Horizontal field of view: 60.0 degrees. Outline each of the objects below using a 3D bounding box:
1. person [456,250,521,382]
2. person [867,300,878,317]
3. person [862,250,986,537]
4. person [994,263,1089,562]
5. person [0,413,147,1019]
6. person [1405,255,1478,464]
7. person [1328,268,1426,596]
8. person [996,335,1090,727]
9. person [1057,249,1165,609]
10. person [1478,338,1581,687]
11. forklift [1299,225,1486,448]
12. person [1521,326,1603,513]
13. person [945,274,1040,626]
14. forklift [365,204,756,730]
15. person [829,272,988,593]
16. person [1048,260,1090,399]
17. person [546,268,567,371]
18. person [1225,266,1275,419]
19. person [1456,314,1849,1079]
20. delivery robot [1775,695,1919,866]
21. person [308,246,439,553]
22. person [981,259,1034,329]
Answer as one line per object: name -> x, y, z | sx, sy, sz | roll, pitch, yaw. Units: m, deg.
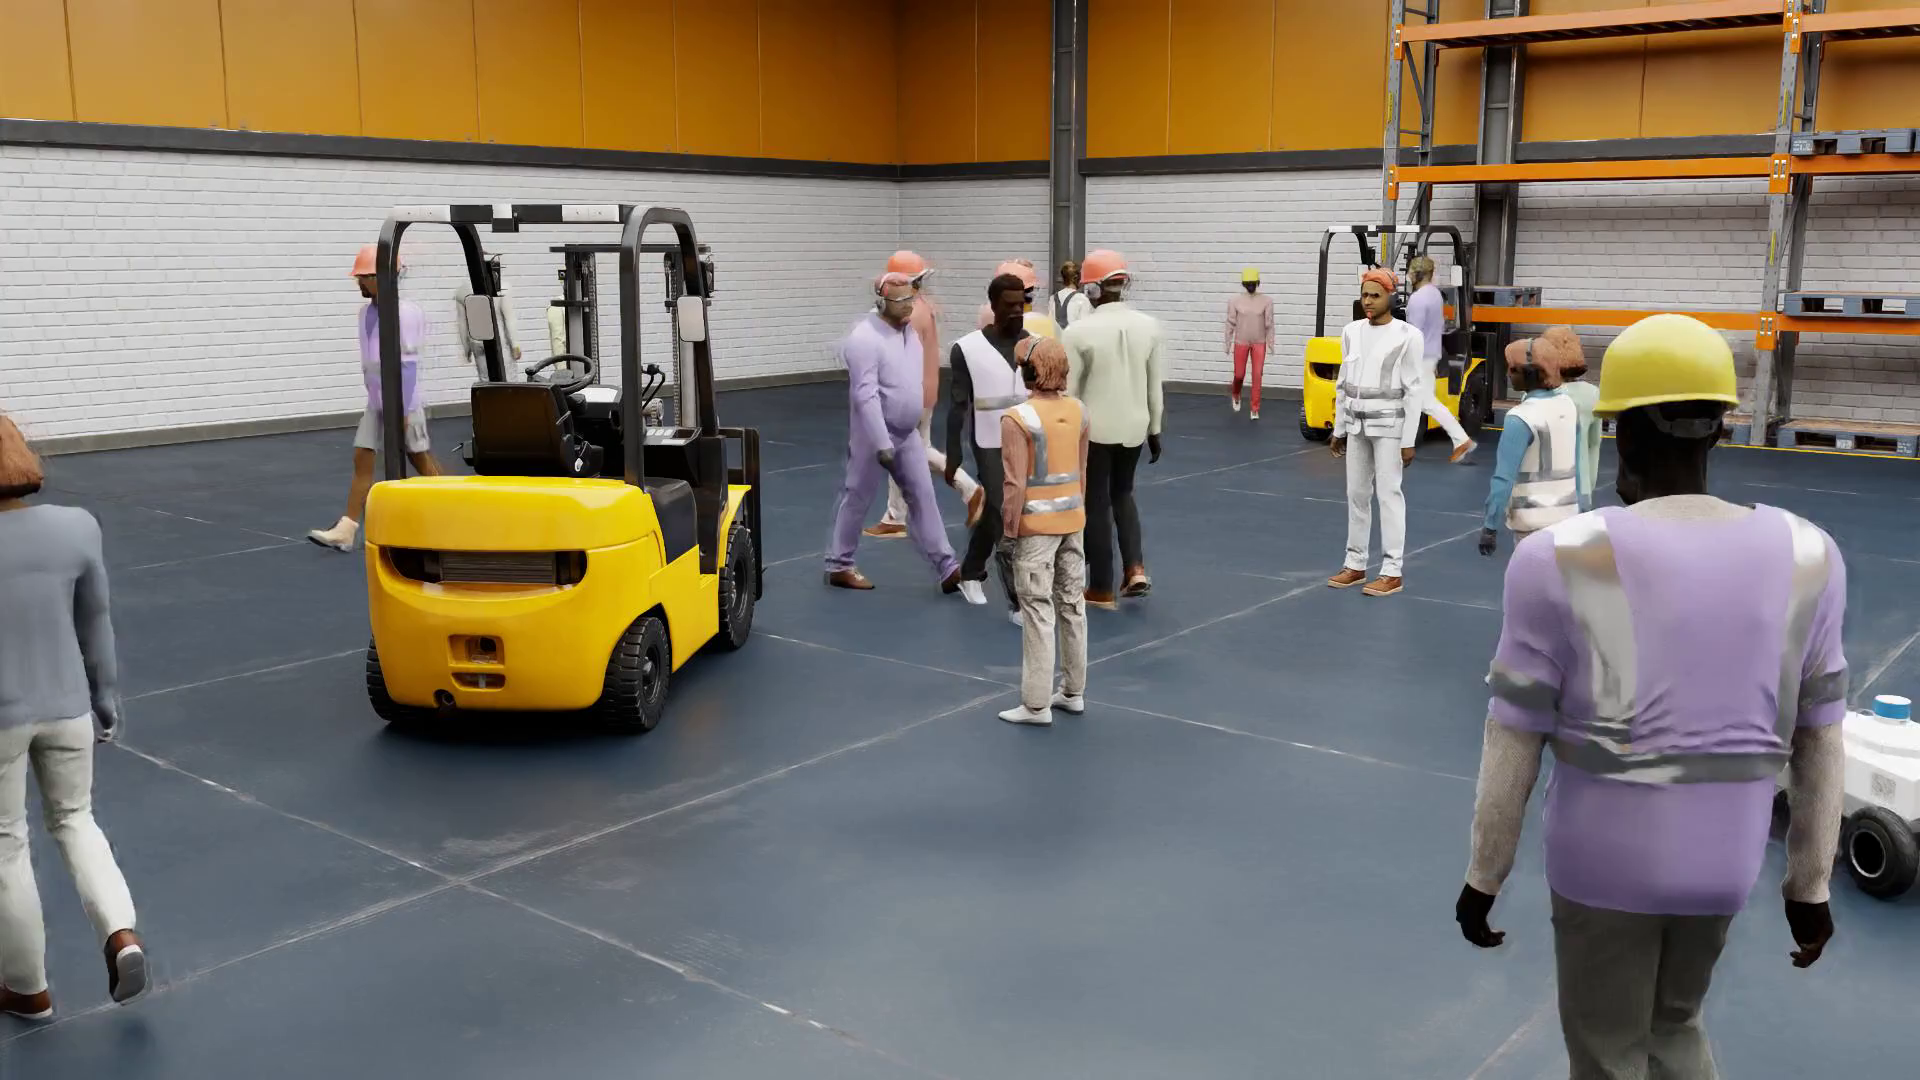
person -> -4.858, -2.017, 17.178 | 0.684, 1.927, 0.529 | 3, 11, 14
person -> -0.627, -1.701, 16.058 | 0.502, 1.695, 0.889 | -4, 11, -20
person -> -0.225, -0.984, 11.358 | 0.826, 1.978, 0.631 | 1, 10, 8
person -> 0.482, -0.744, 10.207 | 0.560, 1.900, 0.745 | -9, 14, -41
person -> -2.383, 0.467, 4.248 | 0.465, 1.619, 0.521 | 7, 12, 35
person -> 4.285, -1.642, 15.177 | 0.940, 1.908, 0.629 | 5, 11, 25
person -> 2.401, -0.621, 9.600 | 0.349, 1.879, 0.579 | -7, 12, -34
person -> 0.354, -0.033, 6.992 | 0.315, 1.641, 0.515 | 10, 14, 43
person -> 0.802, -0.593, 9.148 | 0.644, 1.979, 0.433 | -5, 11, -24
person -> 2.441, -0.071, 7.238 | 0.537, 1.611, 0.624 | -9, 14, -42
forklift -> 4.449, -2.115, 16.993 | 1.214, 2.155, 2.313 | 8, 13, 38
person -> 2.821, -0.193, 7.899 | 0.502, 1.631, 0.285 | -5, 12, -27
person -> 0.222, -0.502, 9.006 | 0.606, 1.868, 1.040 | -6, 12, -30
forklift -> -1.766, -0.406, 7.525 | 1.214, 2.155, 2.313 | 1, 10, 7
person -> -0.369, -0.588, 9.500 | 1.023, 1.847, 0.659 | 7, 12, 34
person -> 1.068, -1.740, 15.880 | 0.508, 1.847, 0.345 | 10, 14, 43
person -> -3.539, -1.619, 15.289 | 0.403, 1.824, 0.598 | 4, 11, 20
person -> 3.308, -2.254, 19.000 | 0.545, 1.748, 0.482 | 1, 10, 5
person -> 1.223, 0.558, 2.980 | 0.612, 1.907, 0.420 | -1, 10, -8
delivery robot -> 3.012, 0.748, 5.410 | 0.477, 0.478, 0.707 | -2, 11, -12
person -> -3.800, -0.914, 10.903 | 0.630, 1.984, 1.031 | 8, 13, 36
person -> 0.431, -1.160, 12.527 | 0.439, 1.888, 0.685 | 5, 11, 25
